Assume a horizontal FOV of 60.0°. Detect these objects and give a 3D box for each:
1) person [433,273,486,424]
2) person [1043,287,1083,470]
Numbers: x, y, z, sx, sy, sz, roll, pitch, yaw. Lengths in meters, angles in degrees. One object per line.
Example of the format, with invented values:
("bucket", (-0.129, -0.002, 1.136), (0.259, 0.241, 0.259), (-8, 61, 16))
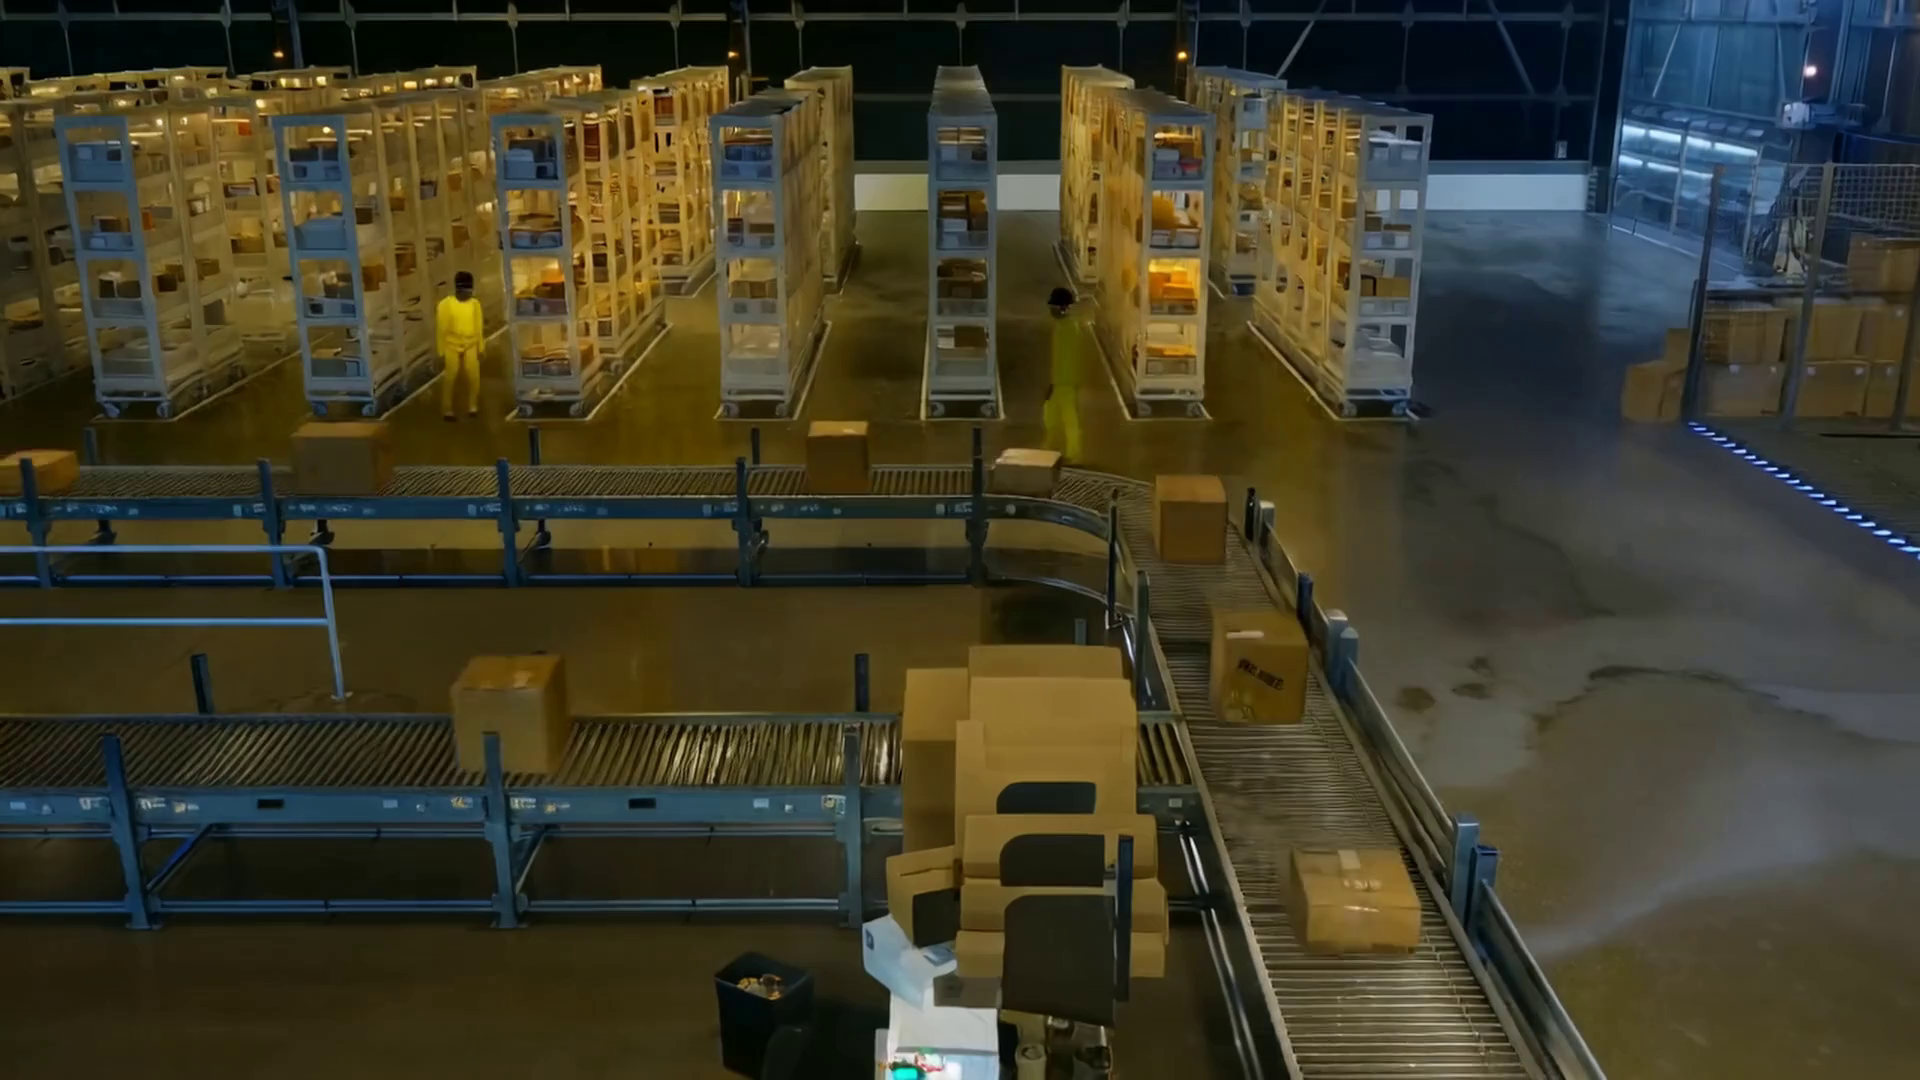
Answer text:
("person", (-5.932, -2.276, 19.760), (0.465, 1.793, 0.598), (17, 24, 42))
("person", (1.002, -1.700, 17.676), (0.704, 1.971, 0.654), (4, 18, 13))
